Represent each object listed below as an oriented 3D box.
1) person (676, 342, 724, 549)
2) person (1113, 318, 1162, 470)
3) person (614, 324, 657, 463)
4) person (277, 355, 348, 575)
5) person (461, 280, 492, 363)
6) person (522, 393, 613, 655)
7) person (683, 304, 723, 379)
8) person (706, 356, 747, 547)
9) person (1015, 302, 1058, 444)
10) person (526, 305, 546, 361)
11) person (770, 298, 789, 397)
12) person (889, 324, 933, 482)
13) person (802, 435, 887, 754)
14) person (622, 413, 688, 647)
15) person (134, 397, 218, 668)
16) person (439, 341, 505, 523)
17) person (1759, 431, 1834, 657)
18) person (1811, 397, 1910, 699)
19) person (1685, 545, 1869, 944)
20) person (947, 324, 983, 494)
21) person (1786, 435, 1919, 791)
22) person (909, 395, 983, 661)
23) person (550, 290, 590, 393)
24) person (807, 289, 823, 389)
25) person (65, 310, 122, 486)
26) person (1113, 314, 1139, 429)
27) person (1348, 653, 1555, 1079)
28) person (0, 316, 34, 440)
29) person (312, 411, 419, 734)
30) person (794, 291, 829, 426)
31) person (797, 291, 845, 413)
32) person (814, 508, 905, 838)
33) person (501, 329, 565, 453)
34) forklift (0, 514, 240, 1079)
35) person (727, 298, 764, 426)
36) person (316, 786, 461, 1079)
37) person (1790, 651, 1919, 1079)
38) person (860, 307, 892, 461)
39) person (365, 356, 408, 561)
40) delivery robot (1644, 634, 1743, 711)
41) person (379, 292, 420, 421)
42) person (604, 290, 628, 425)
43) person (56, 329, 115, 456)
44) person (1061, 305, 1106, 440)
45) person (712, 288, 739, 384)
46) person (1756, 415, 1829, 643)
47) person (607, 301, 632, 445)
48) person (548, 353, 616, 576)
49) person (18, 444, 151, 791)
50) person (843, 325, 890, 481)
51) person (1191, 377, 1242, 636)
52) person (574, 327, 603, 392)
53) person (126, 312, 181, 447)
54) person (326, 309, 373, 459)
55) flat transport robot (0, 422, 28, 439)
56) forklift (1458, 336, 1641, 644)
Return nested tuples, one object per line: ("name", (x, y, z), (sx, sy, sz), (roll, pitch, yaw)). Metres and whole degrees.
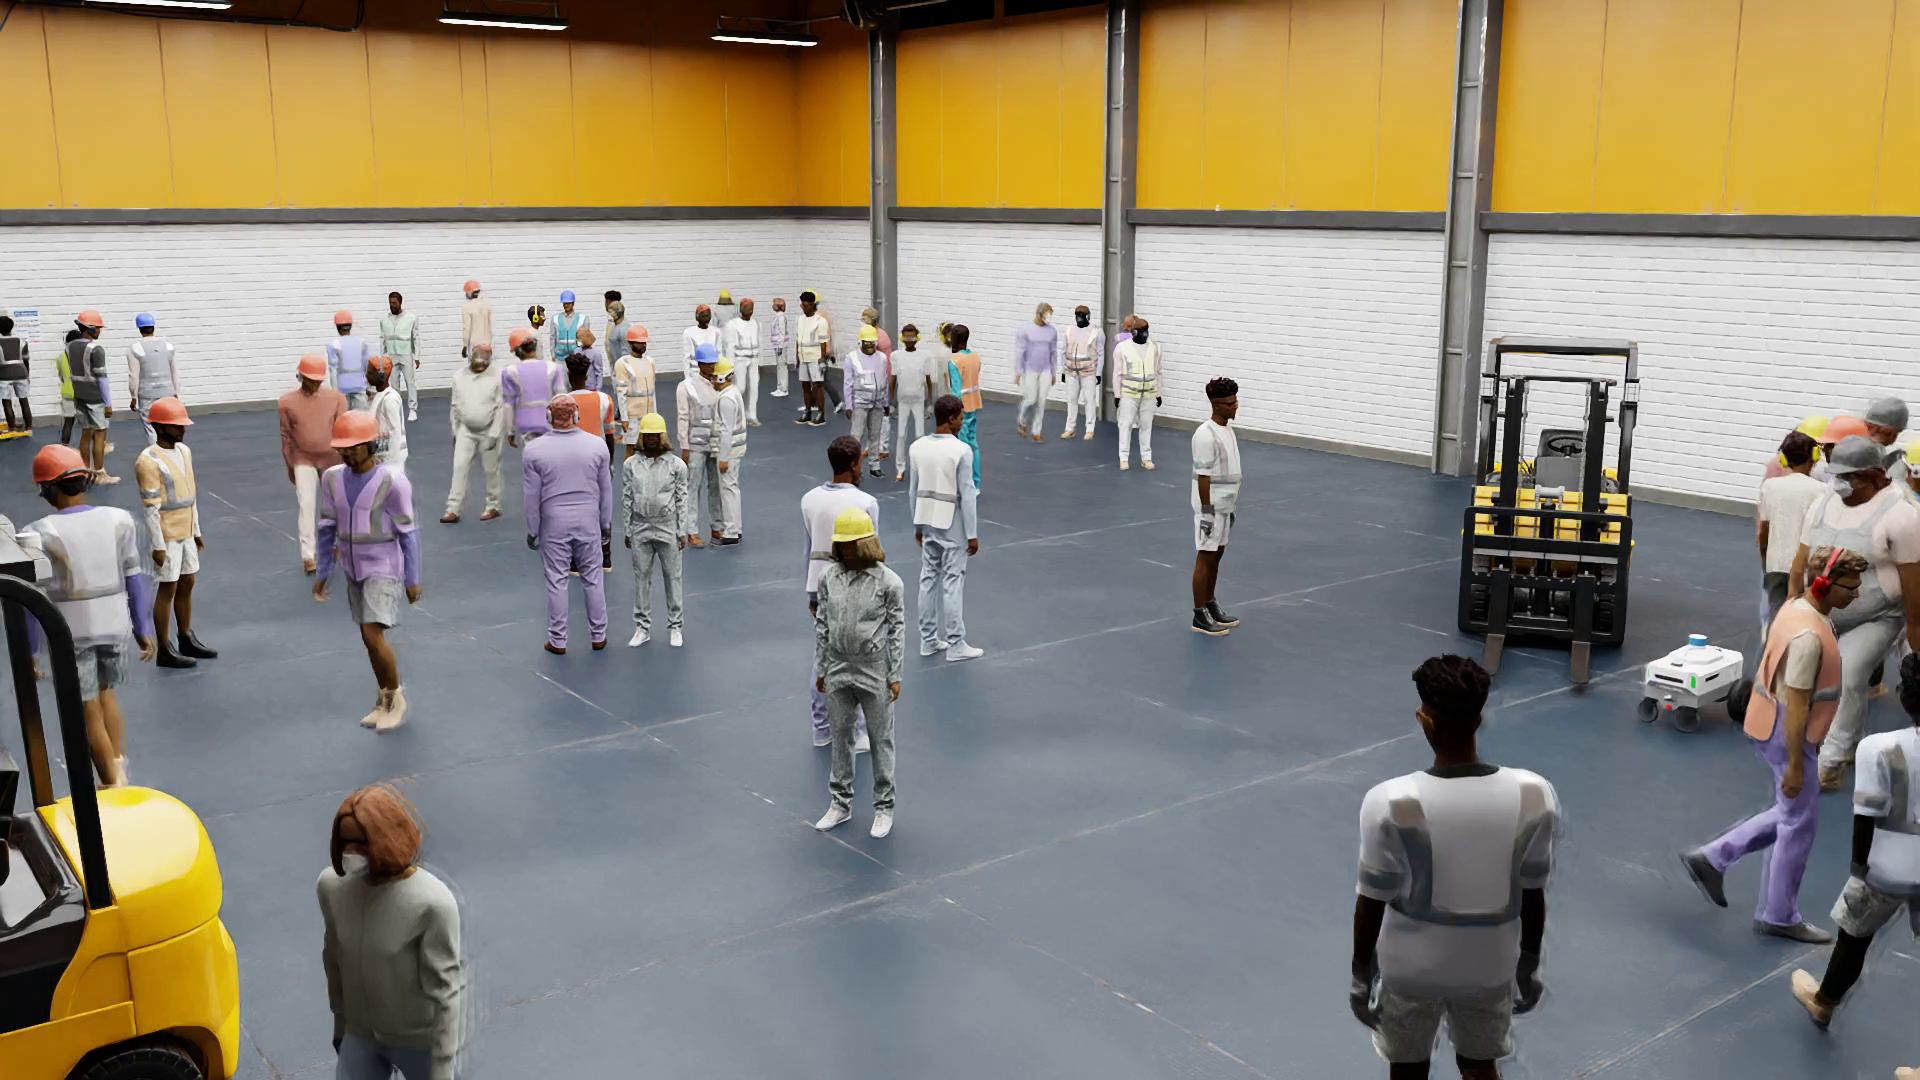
("person", (-2.403, -0.905, 15.828), (0.604, 1.949, 0.398), (-9, 15, -37))
("person", (2.174, -1.774, 20.278), (0.633, 1.846, 0.429), (-2, 12, -12))
("person", (-3.498, -1.385, 18.172), (0.354, 1.939, 0.544), (8, 14, 34))
("person", (-5.752, -0.703, 14.910), (0.602, 1.931, 0.989), (-5, 13, -24))
("person", (-7.703, -3.140, 26.567), (0.382, 1.984, 0.697), (6, 13, 26))
("person", (-2.851, -0.115, 12.120), (0.639, 1.908, 0.409), (-5, 13, -23))
("person", (-3.459, -2.238, 22.452), (0.579, 1.878, 0.354), (-8, 14, -35))
("person", (-2.233, -0.844, 15.852), (0.403, 1.821, 0.602), (-1, 12, -4))
("person", (1.033, -2.257, 22.466), (0.653, 1.905, 0.486), (-5, 13, -24))
("person", (-5.714, -2.231, 22.454), (0.326, 1.862, 0.508), (-3, 12, -15))
("person", (-3.001, -3.213, 27.716), (0.307, 1.645, 0.513), (-3, 12, -15))
("person", (-0.570, -1.591, 19.373), (0.509, 1.862, 0.322), (1, 12, 4))
("person", (-0.714, 0.331, 9.966), (0.596, 1.912, 0.392), (11, 16, 42))
("person", (-2.251, -0.070, 12.292), (0.487, 1.746, 0.287), (0, 12, 1))
("person", (-5.547, -0.053, 11.780), (0.392, 1.929, 0.539), (1, 12, 4))
("person", (-4.907, -1.071, 16.864), (0.666, 1.860, 0.859), (1, 12, 7))
("person", (5.365, 0.223, 10.685), (0.700, 1.823, 0.550), (-10, 15, -39))
("person", (6.011, 0.027, 11.105), (0.752, 2.000, 0.540), (9, 15, 37))
("person", (3.662, 0.894, 7.452), (0.565, 1.816, 0.601), (5, 13, 24))
("person", (0.050, -1.421, 18.403), (0.373, 1.915, 0.594), (6, 13, 26))
("person", (4.961, 0.384, 9.380), (0.886, 2.000, 0.710), (-4, 13, -21))
("person", (-0.120, -0.085, 11.962), (0.587, 1.913, 0.394), (11, 16, 42))
("person", (-5.734, -2.699, 24.492), (0.603, 1.949, 0.389), (0, 12, -2))
("person", (-2.475, -3.332, 27.992), (0.327, 1.769, 0.525), (-2, 12, -9))
("person", (-9.968, -1.630, 19.155), (0.613, 2.028, 0.409), (6, 13, 28))
("person", (2.431, -2.402, 23.804), (0.515, 1.641, 0.313), (8, 14, 32))
("person", (1.512, 1.306, 5.123), (0.634, 1.951, 0.610), (-1, 12, -4))
("person", (-12.992, -2.216, 22.778), (0.318, 1.697, 0.540), (9, 15, 38))
("person", (-3.690, 0.205, 10.300), (0.633, 2.024, 0.574), (5, 13, 23))
("person", (-2.171, -2.640, 24.200), (0.607, 1.958, 0.374), (10, 16, 41))
("person", (-2.113, -2.881, 25.540), (0.872, 1.890, 0.586), (6, 13, 26))
("person", (-0.532, 0.688, 8.637), (0.492, 1.742, 0.319), (4, 12, 20))
("person", (-4.327, -1.164, 17.019), (0.697, 1.972, 0.960), (-6, 13, -25))
("forklift", (-3.687, 1.115, 5.480), (2.313, 2.155, 1.214), (-9, 15, -36))
("person", (-3.153, -2.601, 24.240), (0.578, 1.865, 0.616), (-9, 15, -37))
("person", (-1.725, 1.525, 4.895), (0.527, 1.604, 0.694), (4, 12, 18))
("person", (3.554, 1.211, 6.294), (0.552, 1.651, 0.864), (0, 12, 0))
("person", (-1.082, -1.965, 20.976), (0.354, 1.936, 0.635), (-7, 14, -30))
("person", (-5.229, -0.737, 15.181), (0.356, 1.883, 0.572), (-6, 13, -27))
("delivery robot", (4.656, 0.843, 10.543), (0.707, 0.478, 0.477), (-10, 15, -40))
("person", (-8.313, -2.729, 24.714), (0.596, 1.916, 0.373), (1, 12, 4))
("person", (-4.998, -2.669, 24.306), (0.369, 1.965, 0.609), (-6, 13, -27))
("person", (-11.154, -1.832, 21.035), (0.534, 1.650, 0.862), (1, 12, 5))
("person", (1.662, -2.293, 22.792), (0.621, 1.845, 0.429), (6, 13, 25))
("person", (-4.098, -3.551, 29.185), (0.486, 1.715, 0.786), (-2, 12, -7))
("person", (6.152, -0.071, 12.281), (0.566, 1.737, 0.400), (3, 12, 12))
("person", (-4.541, -2.246, 22.355), (0.359, 1.932, 0.628), (-4, 13, -21))
("person", (-3.315, -0.663, 14.617), (0.603, 1.966, 0.368), (-8, 14, -33))
("person", (-4.718, 0.491, 8.909), (0.641, 2.017, 0.627), (8, 14, 33))
("person", (-1.077, -1.605, 19.494), (0.600, 1.830, 0.403), (-8, 14, -33))
("person", (1.962, -0.269, 12.715), (0.368, 1.966, 0.603), (5, 13, 25))
("person", (-4.849, -1.949, 21.636), (0.499, 1.633, 0.281), (7, 14, 32))
("person", (-9.631, -1.742, 19.879), (0.402, 1.943, 0.608), (9, 14, 36))
("person", (-7.619, -1.926, 20.862), (0.553, 1.916, 0.789), (-11, 16, -44))
("flat transport robot", (-13.643, -1.515, 22.849), (1.431, 0.197, 0.652), (4, 12, 16))
("forklift", (4.683, -0.471, 13.136), (1.214, 2.155, 2.313), (4, 12, 20))
